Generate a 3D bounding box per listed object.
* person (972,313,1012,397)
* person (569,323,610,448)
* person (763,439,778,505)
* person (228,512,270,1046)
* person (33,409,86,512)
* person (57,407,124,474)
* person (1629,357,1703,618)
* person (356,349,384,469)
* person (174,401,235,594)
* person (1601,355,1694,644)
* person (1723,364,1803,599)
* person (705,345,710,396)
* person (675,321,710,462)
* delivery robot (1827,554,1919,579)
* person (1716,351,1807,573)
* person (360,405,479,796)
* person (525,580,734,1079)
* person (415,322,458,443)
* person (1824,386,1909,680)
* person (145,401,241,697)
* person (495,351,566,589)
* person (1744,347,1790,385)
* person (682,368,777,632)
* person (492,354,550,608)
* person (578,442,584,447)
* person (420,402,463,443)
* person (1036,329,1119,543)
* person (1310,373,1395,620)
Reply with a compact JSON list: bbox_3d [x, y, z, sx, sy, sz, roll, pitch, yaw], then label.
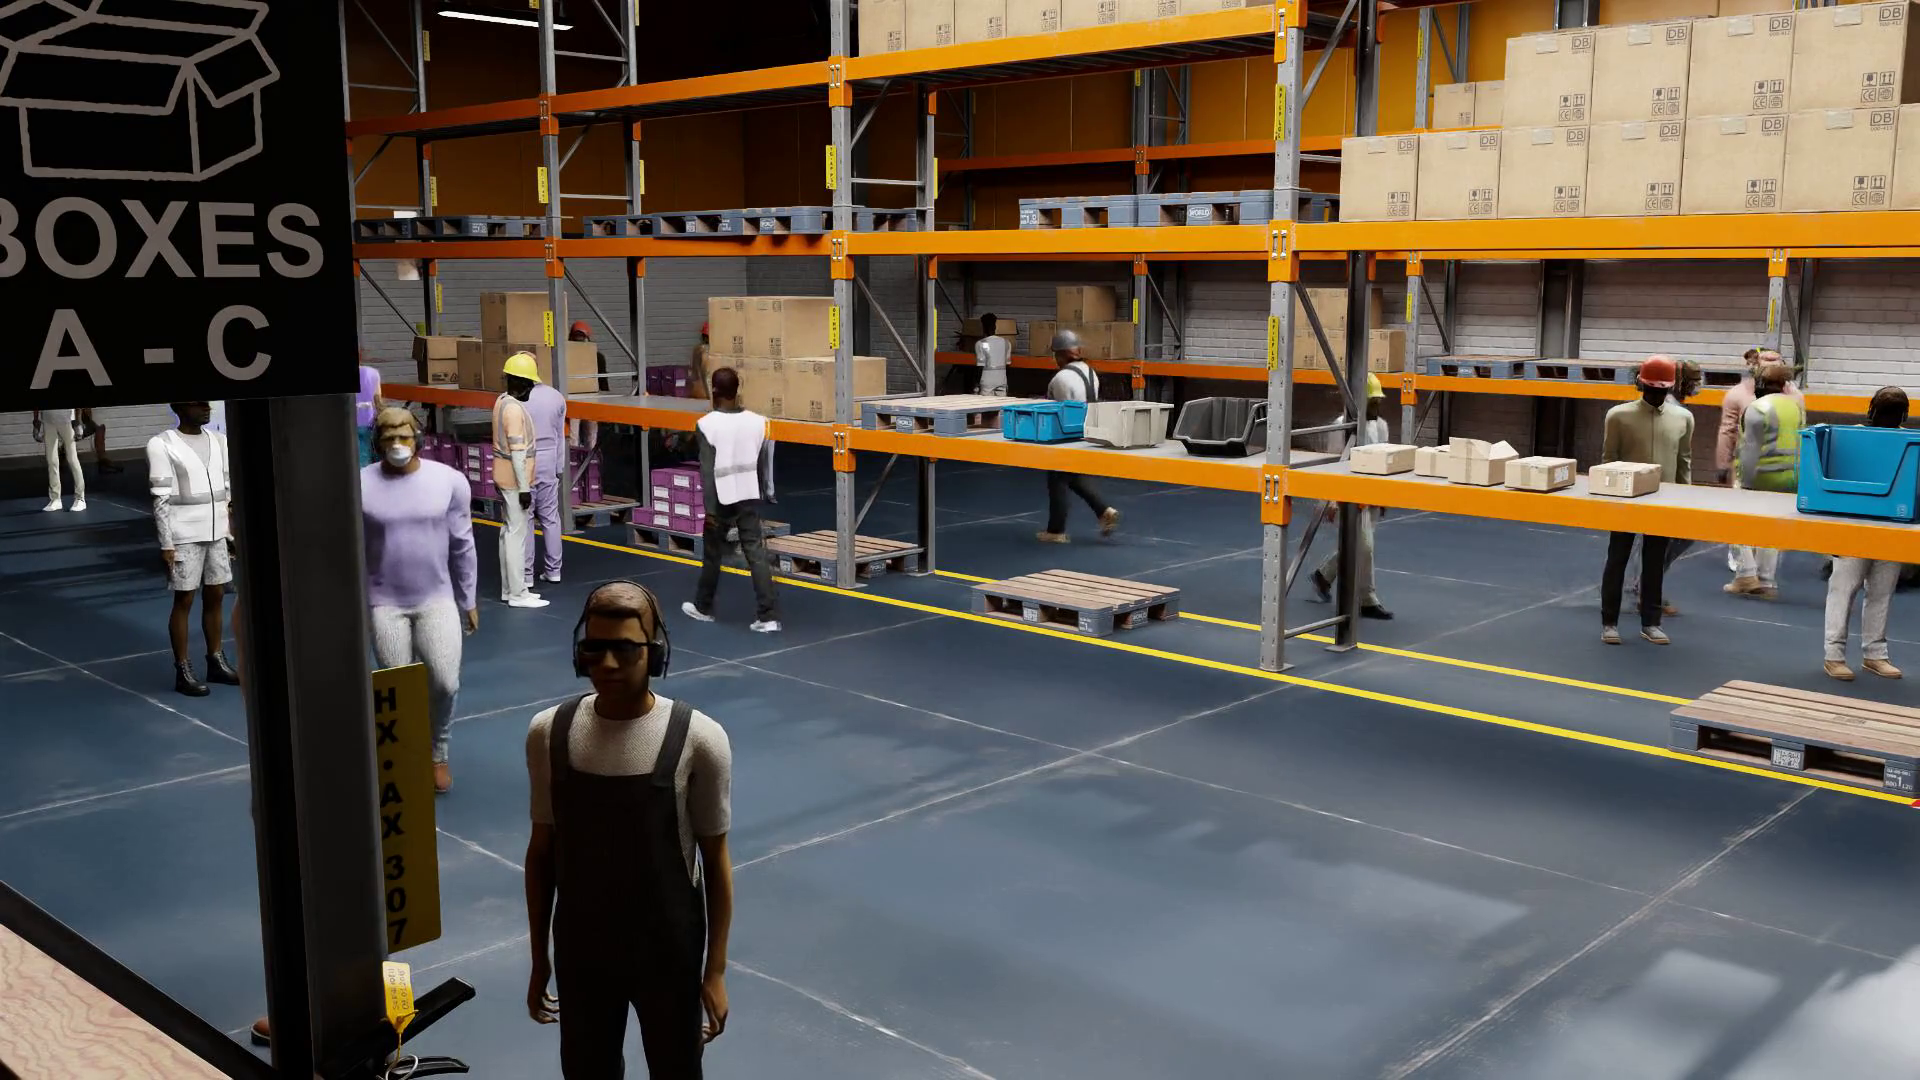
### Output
[{"bbox_3d":[0.427,-2.143,22.901,0.603,1.958,0.380,-7,11,-36],"label":"person"},{"bbox_3d":[-4.409,-1.541,19.283,0.702,1.921,1.016,-2,9,-11],"label":"person"},{"bbox_3d":[-2.177,-1.248,18.030,0.524,1.760,0.327,-3,10,-15],"label":"person"},{"bbox_3d":[-2.204,0.702,5.521,0.379,1.940,0.629,-1,9,-4],"label":"person"},{"bbox_3d":[-9.532,-1.222,17.564,0.516,1.861,0.317,0,9,-1],"label":"person"},{"bbox_3d":[-10.869,-1.747,20.602,0.726,1.923,0.552,-8,12,-41],"label":"person"},{"bbox_3d":[5.198,-0.372,12.167,0.443,1.919,0.658,5,10,26],"label":"person"},{"bbox_3d":[-6.355,-1.166,17.328,0.608,1.811,0.817,-8,12,-40],"label":"person"},{"bbox_3d":[-5.889,-0.536,13.131,0.559,1.925,0.493,-9,13,-42],"label":"person"},{"bbox_3d":[4.671,-0.269,11.338,0.609,1.984,0.398,1,9,3],"label":"person"},{"bbox_3d":[6.231,-0.446,12.932,0.643,1.825,0.461,-6,11,-32],"label":"person"},{"bbox_3d":[-2.736,-1.412,19.059,0.398,1.757,0.531,4,10,23],"label":"person"},{"bbox_3d":[-3.324,-1.880,21.488,0.586,1.901,0.592,-3,10,-18],"label":"person"},{"bbox_3d":[7.401,0.054,13.438,0.477,0.478,0.707,-5,11,-30],"label":"delivery robot"},{"bbox_3d":[6.666,-0.628,13.838,0.673,1.884,0.404,2,9,9],"label":"person"},{"bbox_3d":[-2.617,0.321,7.888,0.660,1.924,0.444,-4,10,-22],"label":"person"},{"bbox_3d":[-0.788,1.005,3.950,0.507,1.846,0.343,1,9,7],"label":"person"},{"bbox_3d":[-6.746,-1.855,21.371,0.676,1.875,0.617,-5,11,-29],"label":"person"},{"bbox_3d":[5.707,-0.039,10.379,0.619,1.839,0.430,-1,9,-6],"label":"person"},{"bbox_3d":[-4.601,-0.039,10.053,0.345,1.942,0.551,4,10,25],"label":"person"},{"bbox_3d":[-3.466,-0.561,13.361,0.409,1.909,0.640,7,12,38],"label":"person"},{"bbox_3d":[7.558,-0.883,15.563,0.481,1.829,0.550,-3,10,-18],"label":"person"},{"bbox_3d":[-1.624,-0.290,11.853,0.610,1.861,1.023,-8,12,-40],"label":"person"},{"bbox_3d":[-3.348,-0.446,12.628,0.390,1.916,0.585,-4,10,-22],"label":"person"},{"bbox_3d":[-5.313,-1.836,22.098,0.762,1.606,0.506,3,10,19],"label":"person"},{"bbox_3d":[-6.761,-1.836,21.855,0.548,1.672,0.554,3,10,20],"label":"person"},{"bbox_3d":[1.062,-0.966,15.438,0.699,2.000,0.689,6,11,33],"label":"person"},{"bbox_3d":[2.928,-0.347,12.368,0.599,1.808,0.810,-7,12,-37],"label":"person"}]
